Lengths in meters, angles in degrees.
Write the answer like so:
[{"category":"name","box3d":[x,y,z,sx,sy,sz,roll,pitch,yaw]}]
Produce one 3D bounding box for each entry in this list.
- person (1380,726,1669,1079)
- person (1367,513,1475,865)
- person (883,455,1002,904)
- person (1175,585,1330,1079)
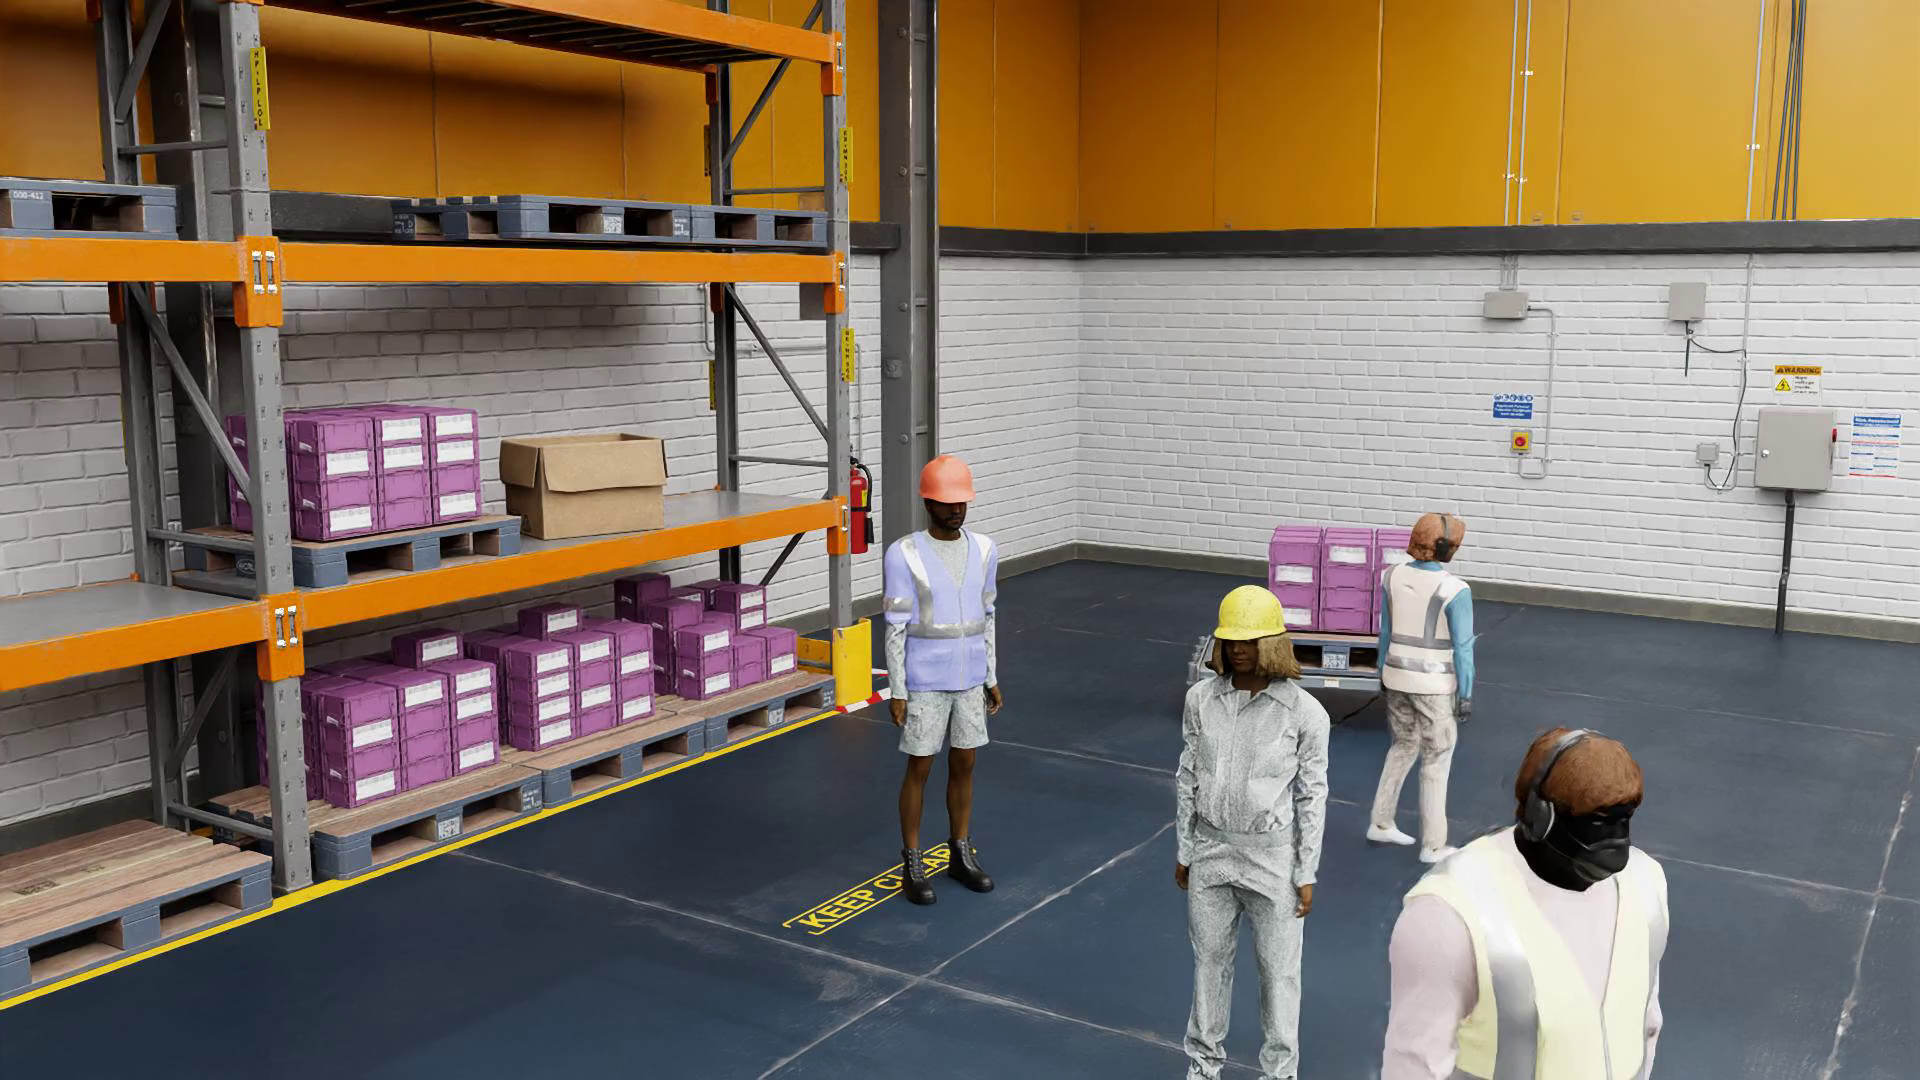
[{"category":"person","box3d":[1.114,1.233,3.454,0.640,1.820,0.590,-4,10,-24]},{"category":"person","box3d":[2.127,0.677,7.652,0.319,1.628,0.527,-6,10,-33]},{"category":"person","box3d":[-0.055,0.595,7.185,0.552,1.936,0.360,-5,10,-30]},{"category":"person","box3d":[0.888,1.000,5.185,0.484,1.744,0.295,5,10,30]}]
